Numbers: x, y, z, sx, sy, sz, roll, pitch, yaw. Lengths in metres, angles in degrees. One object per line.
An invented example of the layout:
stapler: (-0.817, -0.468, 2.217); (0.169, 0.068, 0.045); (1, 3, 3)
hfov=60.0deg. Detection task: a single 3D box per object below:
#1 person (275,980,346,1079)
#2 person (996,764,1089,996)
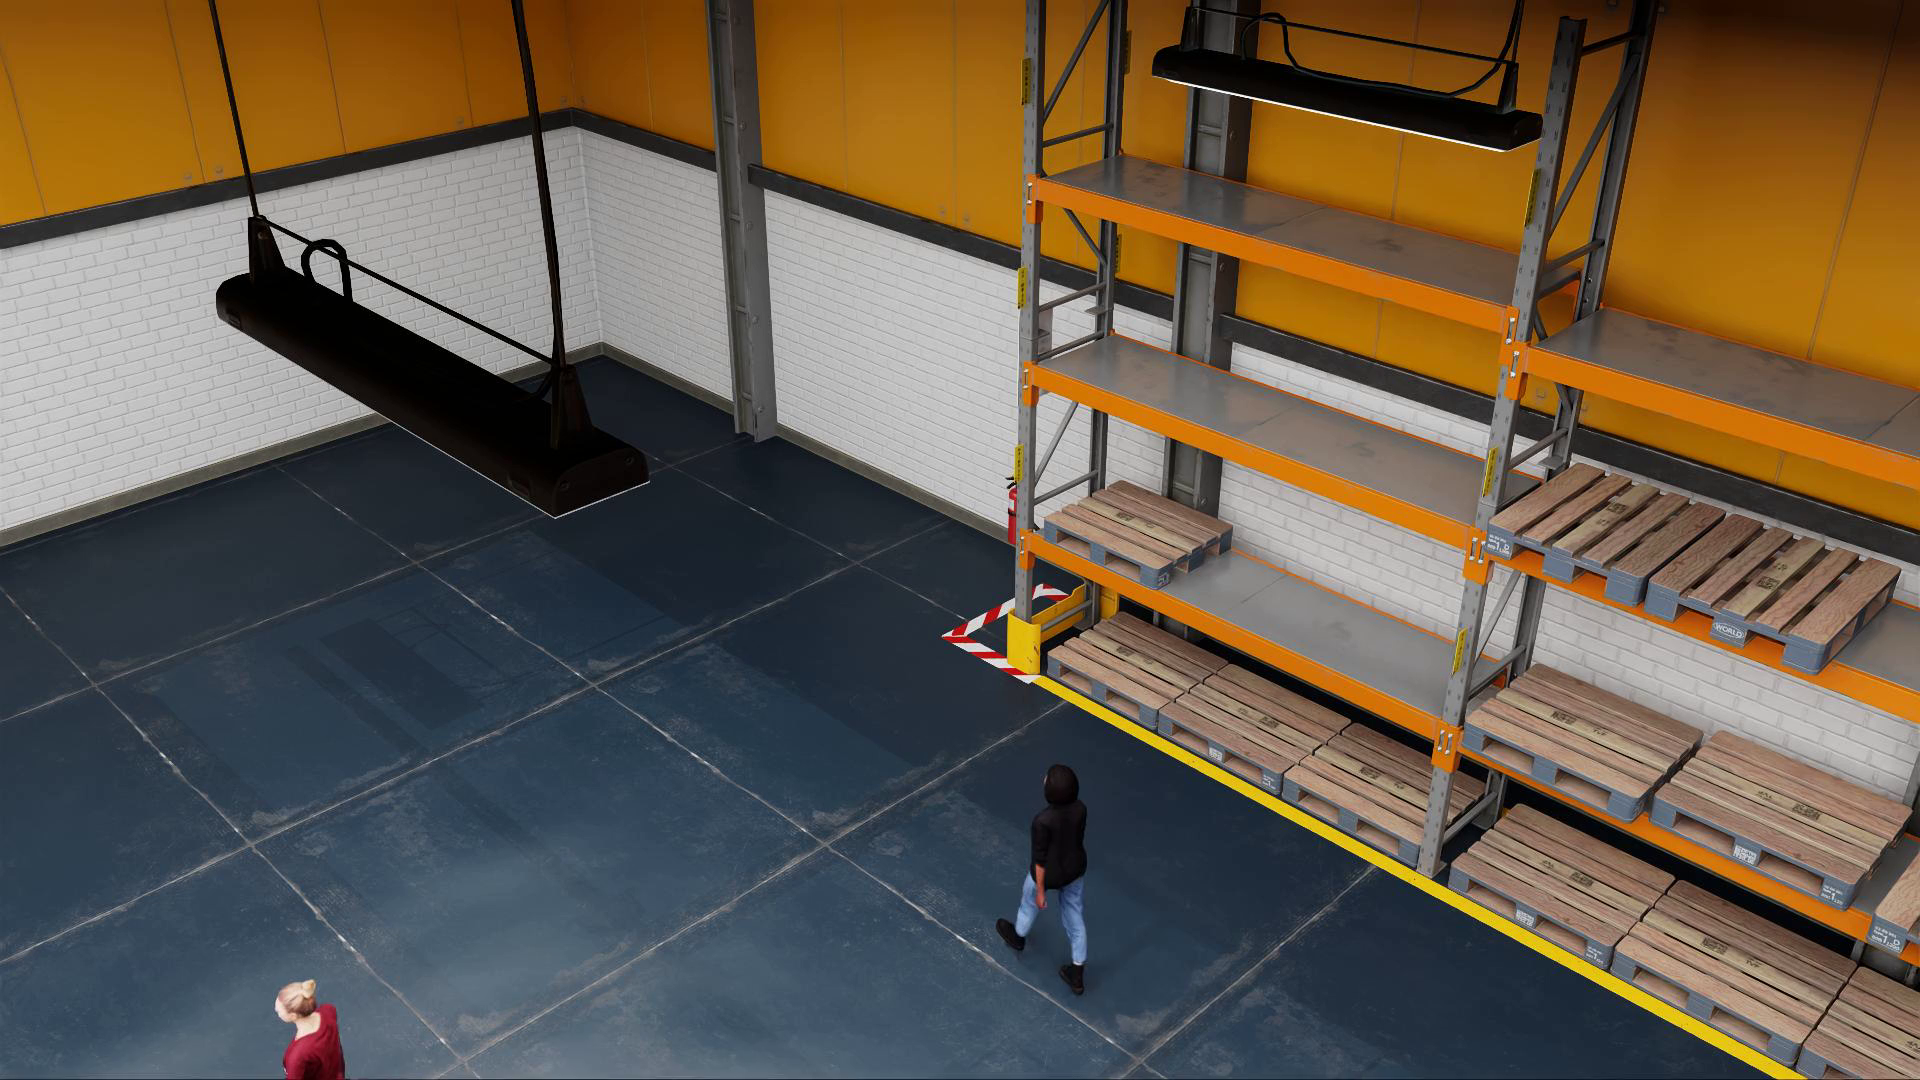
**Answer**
person: (-3.378, 3.059, 9.023); (0.827, 1.691, 0.764); (-1, 29, -2)
person: (0.676, 2.202, 10.609); (0.745, 1.675, 1.067); (-16, 33, -27)
